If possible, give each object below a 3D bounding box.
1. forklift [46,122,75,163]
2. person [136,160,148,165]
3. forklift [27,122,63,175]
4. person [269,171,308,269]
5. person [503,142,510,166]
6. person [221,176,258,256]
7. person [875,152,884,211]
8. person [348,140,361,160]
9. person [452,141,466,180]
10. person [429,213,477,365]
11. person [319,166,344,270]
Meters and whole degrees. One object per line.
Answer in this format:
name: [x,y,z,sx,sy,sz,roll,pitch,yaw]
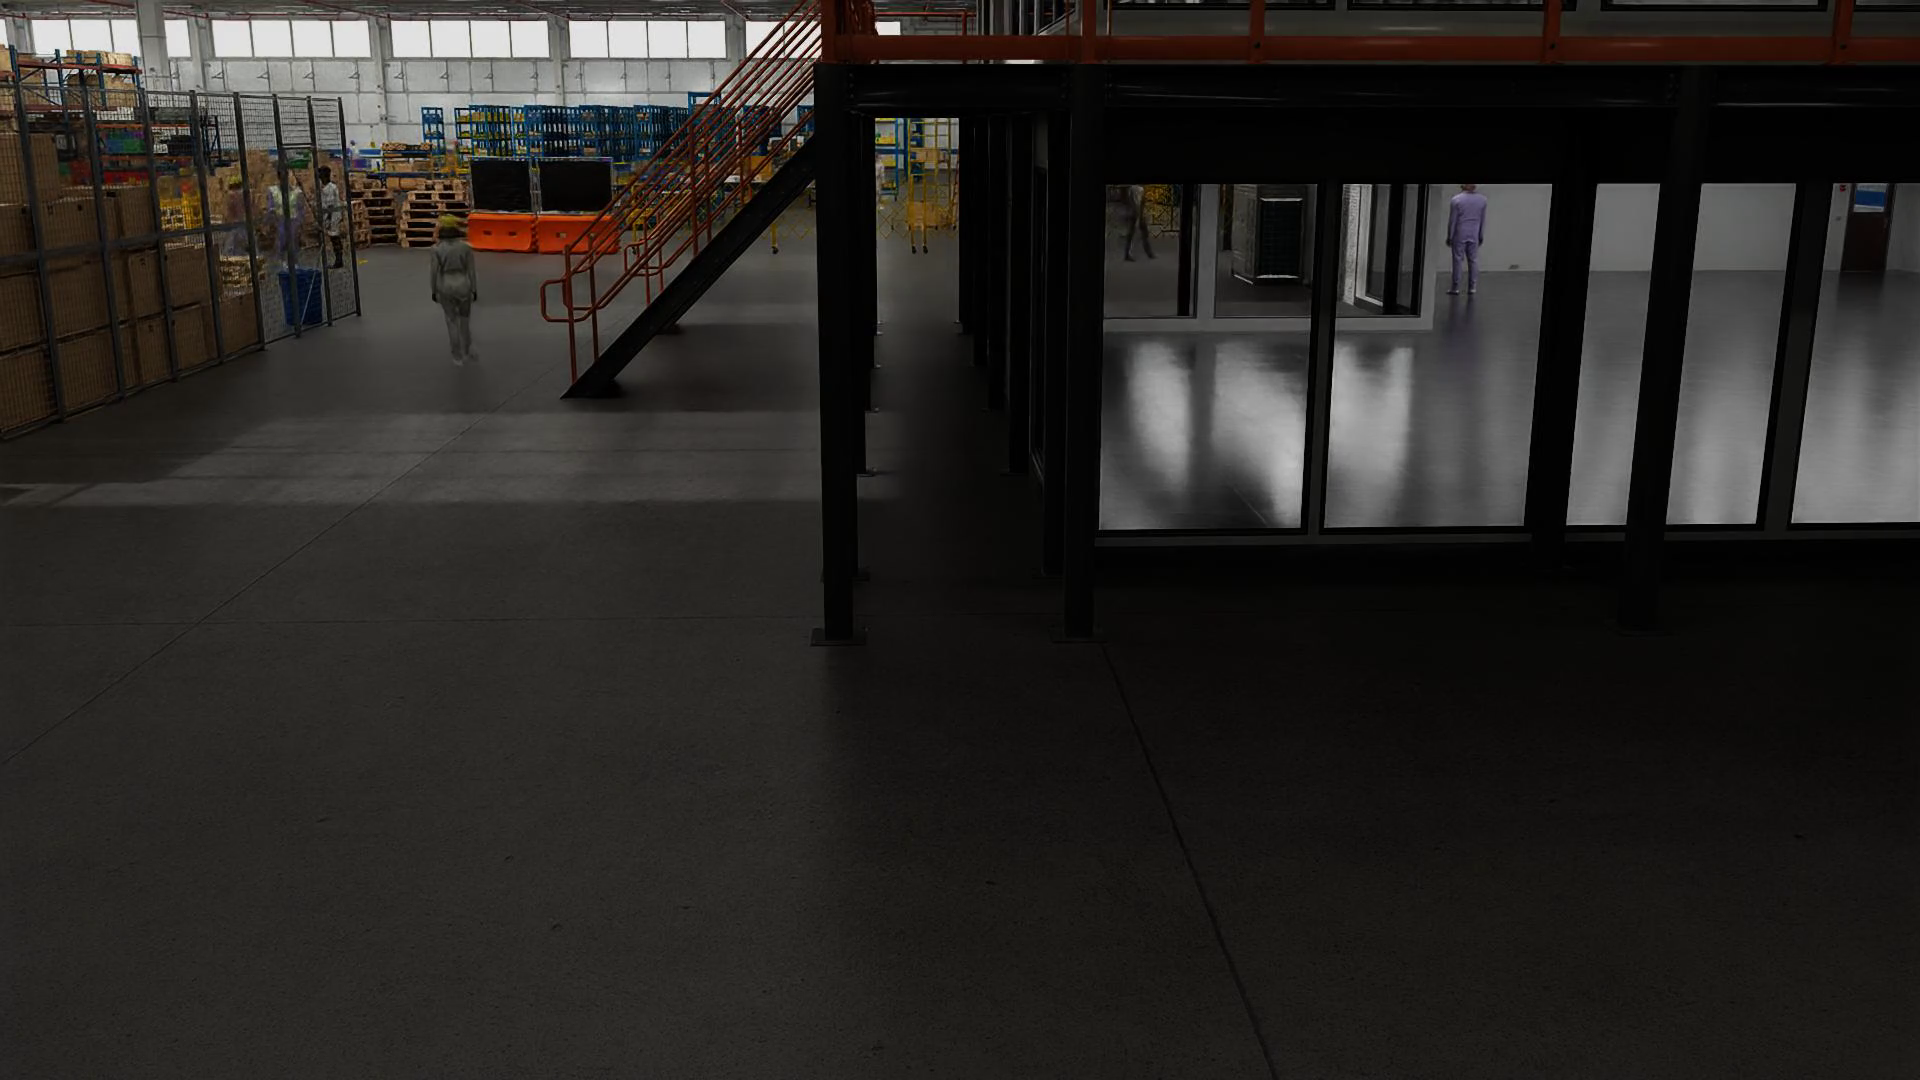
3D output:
forklift: [-38.550,-16.515,71.340,1.129,2.768,1.873,-1,14,-3]
person: [-33.519,-15.142,68.249,0.542,1.707,0.881,-12,18,-40]
forklift: [-35.376,-14.773,64.377,1.129,2.768,1.873,-1,14,-2]
person: [-12.842,-6.115,31.777,0.631,1.897,0.490,-11,18,-37]
person: [-24.330,-20.457,89.223,0.600,1.830,0.403,10,17,35]
person: [-14.536,-6.431,33.404,0.942,1.715,0.528,2,14,6]
person: [-2.777,-11.432,53.067,0.668,1.881,0.775,2,14,9]
person: [-31.448,-19.750,86.235,0.820,1.914,0.611,6,15,24]
person: [-24.663,-18.626,81.695,1.031,1.936,0.656,-3,14,-10]
person: [-5.903,-2.920,19.334,0.507,1.717,0.711,-7,16,-26]
person: [-12.010,-6.141,31.745,0.377,1.958,0.600,-2,14,-9]
